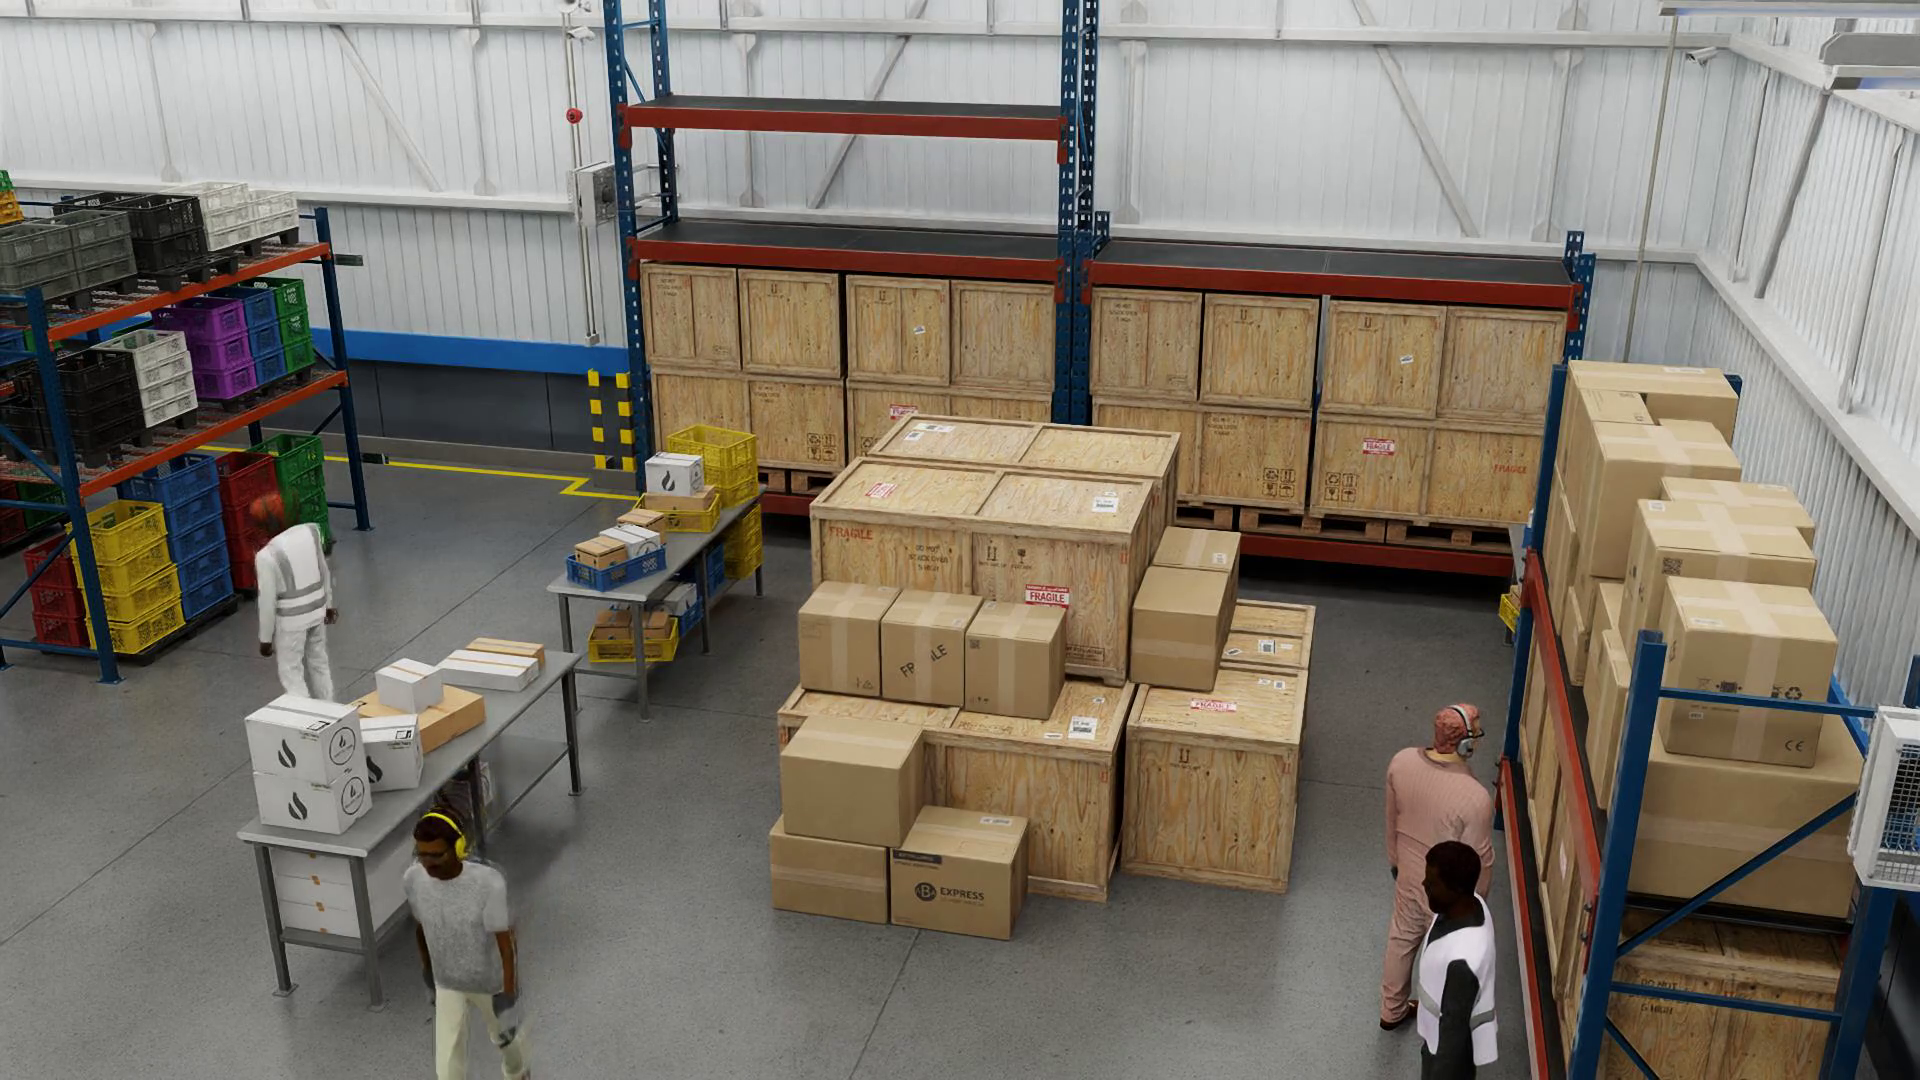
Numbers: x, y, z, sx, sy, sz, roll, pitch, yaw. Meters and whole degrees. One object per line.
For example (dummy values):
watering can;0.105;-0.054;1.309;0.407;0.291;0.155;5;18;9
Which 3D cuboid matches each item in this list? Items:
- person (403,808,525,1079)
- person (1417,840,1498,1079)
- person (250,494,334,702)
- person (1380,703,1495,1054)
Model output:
person;-2.228;2.035;7.541;0.542;1.815;0.969;2;21;4
person;2.090;2.146;7.122;0.405;1.909;0.598;5;22;14
person;-4.494;0.561;11.335;0.379;1.861;0.653;9;23;22
person;2.402;1.689;8.316;0.408;1.908;0.645;-12;24;-29
